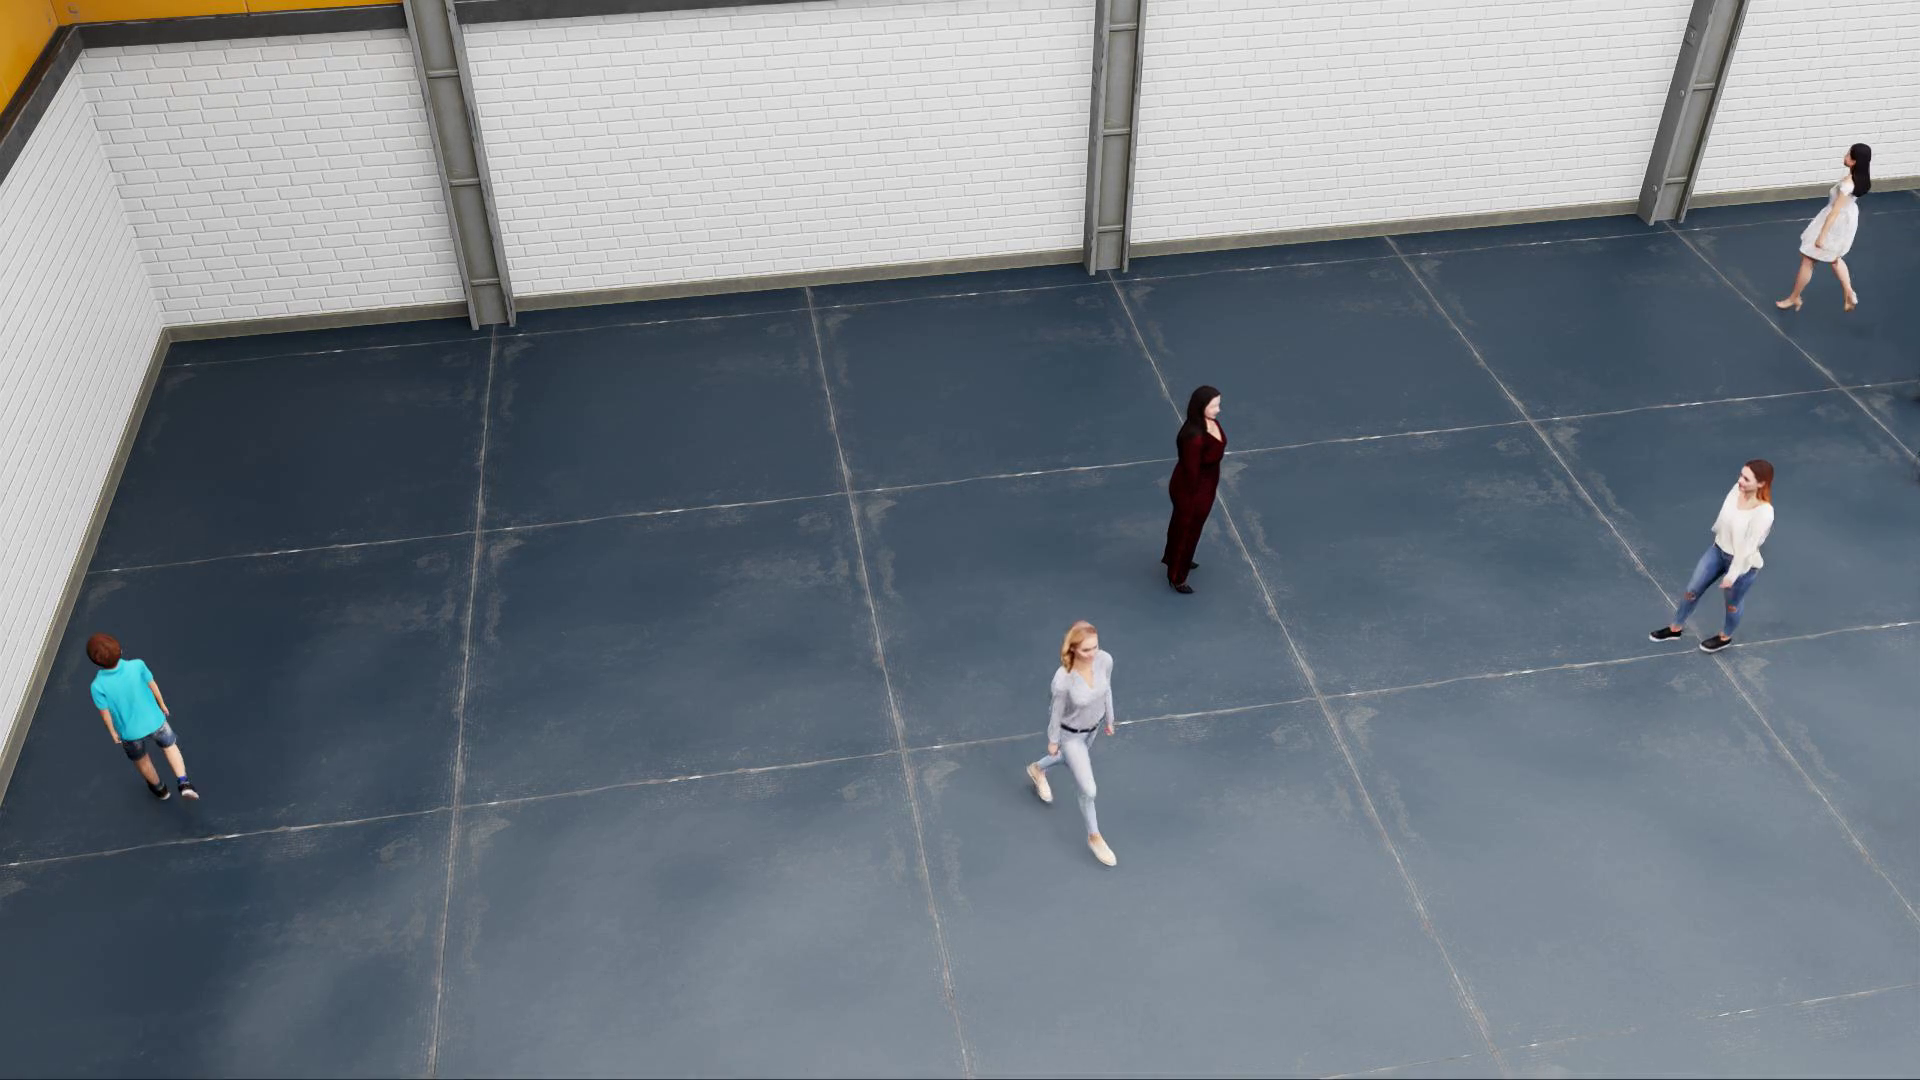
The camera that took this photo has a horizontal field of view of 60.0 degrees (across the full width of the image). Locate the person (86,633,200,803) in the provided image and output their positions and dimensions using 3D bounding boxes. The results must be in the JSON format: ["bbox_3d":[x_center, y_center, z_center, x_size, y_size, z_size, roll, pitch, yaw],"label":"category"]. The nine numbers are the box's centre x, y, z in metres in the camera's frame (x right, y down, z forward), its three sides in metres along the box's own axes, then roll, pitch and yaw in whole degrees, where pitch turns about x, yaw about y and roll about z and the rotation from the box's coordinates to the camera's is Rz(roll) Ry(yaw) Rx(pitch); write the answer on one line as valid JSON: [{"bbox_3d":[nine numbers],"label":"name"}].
[{"bbox_3d":[-5.224,1.175,10.626,0.803,1.442,0.807,-29,47,-31],"label":"person"}]

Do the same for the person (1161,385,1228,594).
[{"bbox_3d":[1.721,-0.400,12.347,0.754,1.755,0.756,10,40,12],"label":"person"}]

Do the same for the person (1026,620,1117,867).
[{"bbox_3d":[0.697,1.159,10.392,1.170,1.759,1.007,-24,44,-27],"label":"person"}]

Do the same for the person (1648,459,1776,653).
[{"bbox_3d":[5.542,0.134,11.747,0.825,1.670,0.671,-11,40,-14],"label":"person"}]

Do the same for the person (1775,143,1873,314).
[{"bbox_3d":[8.140,-2.828,15.384,1.003,1.758,0.989,-27,46,-30],"label":"person"}]
